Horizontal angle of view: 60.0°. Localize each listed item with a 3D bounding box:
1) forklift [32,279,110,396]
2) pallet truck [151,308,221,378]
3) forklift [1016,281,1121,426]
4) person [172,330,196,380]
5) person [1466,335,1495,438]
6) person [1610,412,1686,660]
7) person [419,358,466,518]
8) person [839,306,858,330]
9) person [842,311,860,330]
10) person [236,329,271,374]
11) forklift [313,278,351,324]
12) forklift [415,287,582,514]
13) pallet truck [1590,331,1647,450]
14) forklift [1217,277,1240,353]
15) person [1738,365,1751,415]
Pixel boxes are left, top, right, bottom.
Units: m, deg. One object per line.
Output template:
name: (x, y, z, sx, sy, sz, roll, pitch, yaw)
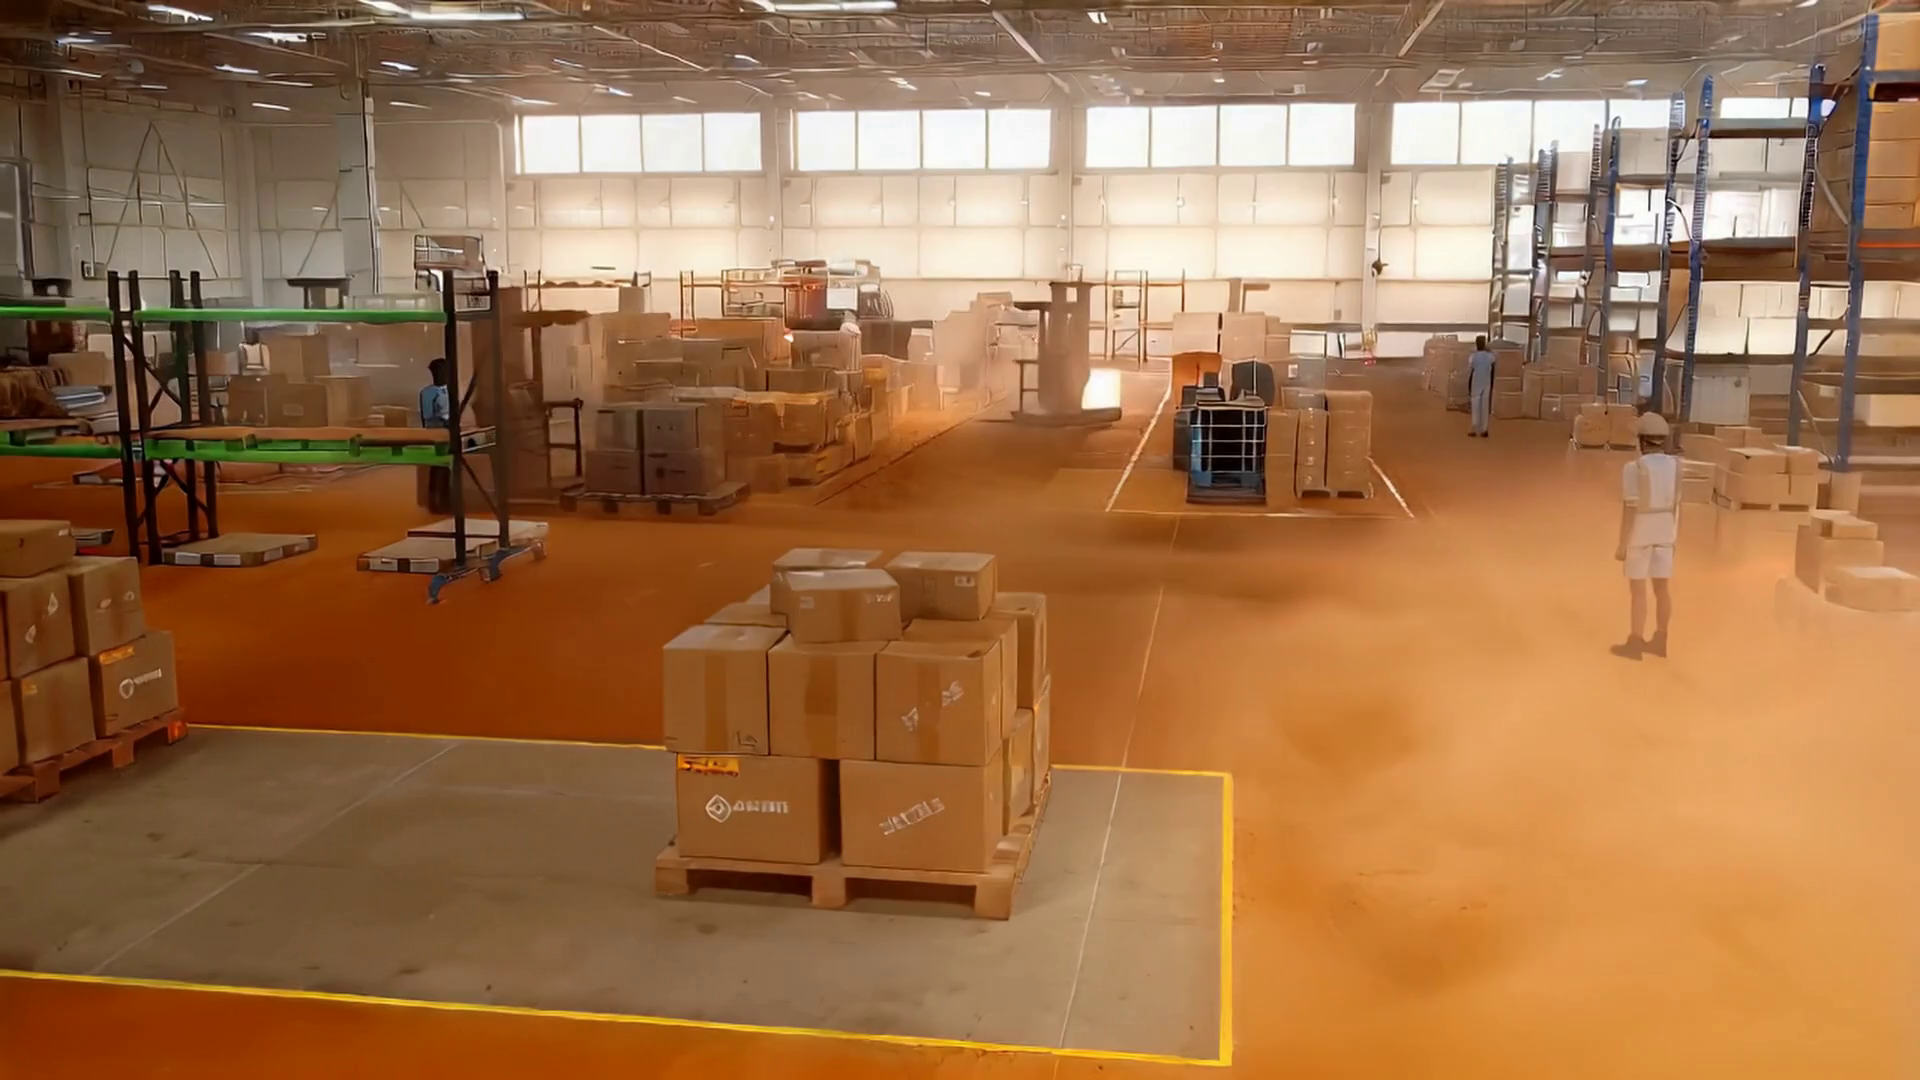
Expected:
forklift: (-21.349, -4.766, 39.306, 1.873, 2.768, 1.129, 1, 9, 9)
pallet truck: (-21.869, -5.598, 47.154, 0.823, 1.965, 1.885, 4, 10, 26)
forklift: (2.190, -3.715, 32.823, 1.873, 2.768, 1.129, -6, 11, -34)
person: (-21.559, -5.214, 45.995, 0.830, 1.603, 0.519, 2, 9, 10)
person: (9.441, -2.777, 30.181, 0.541, 1.867, 0.320, -2, 10, -14)
person: (5.362, -0.032, 13.006, 0.542, 1.939, 0.368, -3, 10, -19)
person: (-6.373, -1.248, 20.423, 0.617, 1.964, 0.361, 8, 12, 41)
person: (-3.444, -6.260, 51.453, 0.631, 1.931, 0.366, -7, 11, -36)
person: (-2.984, -5.224, 45.066, 0.546, 1.930, 0.390, -6, 11, -34)
person: (-14.042, -3.260, 33.141, 0.538, 1.867, 0.583, 8, 12, 41)
forklift: (-16.050, -5.309, 42.656, 1.129, 2.768, 1.873, 3, 10, 16)
forklift: (-5.832, -1.794, 20.976, 1.873, 2.768, 1.129, 1, 9, 9)
pallet truck: (11.253, -2.573, 28.499, 0.823, 1.965, 1.885, 5, 10, 27)
forklift: (7.917, -6.232, 48.348, 1.873, 2.768, 1.129, 1, 9, 9)
person: (15.049, -2.990, 32.274, 0.811, 1.609, 0.518, 2, 9, 10)
